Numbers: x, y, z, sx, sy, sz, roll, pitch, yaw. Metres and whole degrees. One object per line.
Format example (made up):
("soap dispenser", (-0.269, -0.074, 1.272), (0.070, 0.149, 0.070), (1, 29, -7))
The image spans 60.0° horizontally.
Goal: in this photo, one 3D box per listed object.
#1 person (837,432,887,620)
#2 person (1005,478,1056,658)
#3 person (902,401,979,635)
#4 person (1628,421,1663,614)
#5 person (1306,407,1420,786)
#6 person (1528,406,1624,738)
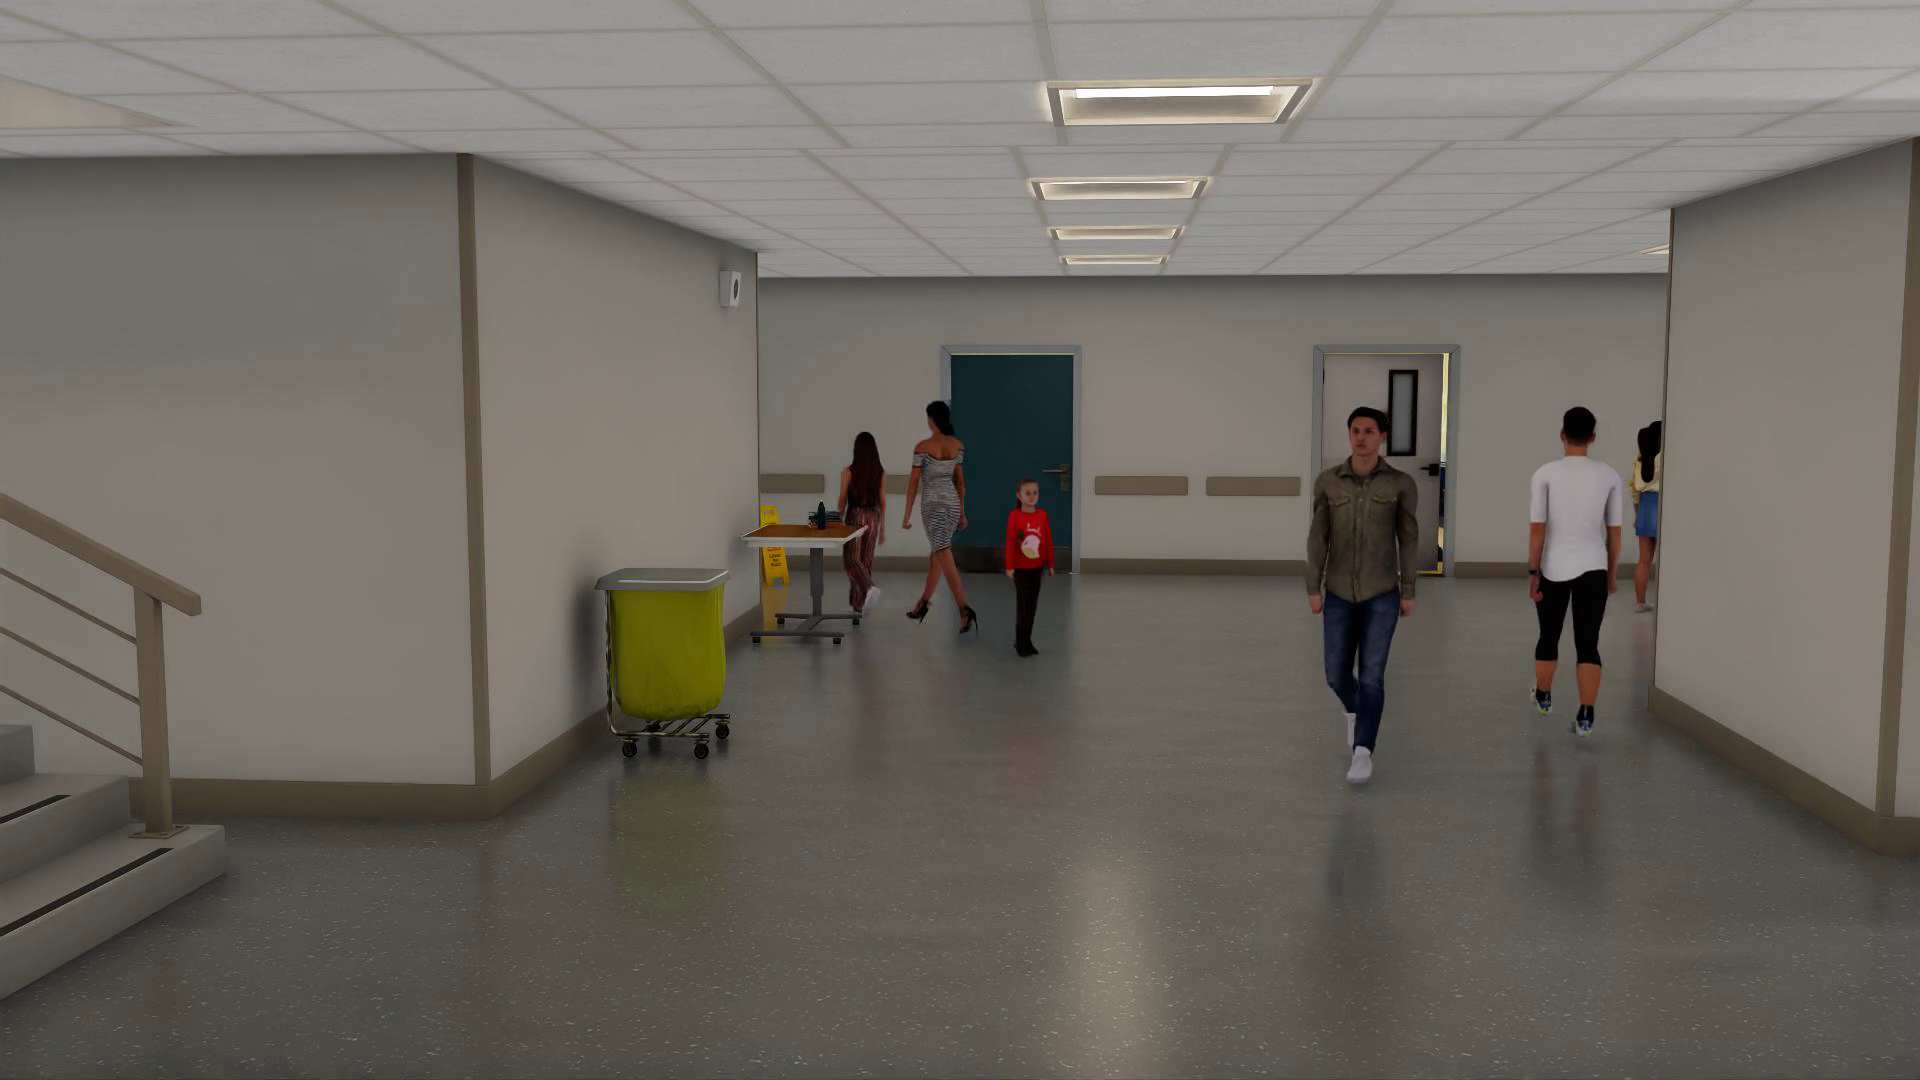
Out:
("person", (-0.771, -0.096, 13.519), (0.978, 1.539, 0.911), (-3, 6, -27))
("person", (0.465, 0.193, 11.984), (0.622, 1.272, 0.678), (-3, 6, -27))
("person", (-0.098, -0.130, 12.736), (1.129, 1.764, 1.129), (-4, 7, -35))
("person", (5.869, -0.194, 14.035), (0.727, 1.631, 0.721), (-3, 6, -26))
("person", (2.043, 0.265, 8.389), (1.058, 1.849, 0.957), (2, 6, 22))
("person", (3.407, 0.213, 9.159), (1.185, 1.799, 0.797), (1, 6, 10))
